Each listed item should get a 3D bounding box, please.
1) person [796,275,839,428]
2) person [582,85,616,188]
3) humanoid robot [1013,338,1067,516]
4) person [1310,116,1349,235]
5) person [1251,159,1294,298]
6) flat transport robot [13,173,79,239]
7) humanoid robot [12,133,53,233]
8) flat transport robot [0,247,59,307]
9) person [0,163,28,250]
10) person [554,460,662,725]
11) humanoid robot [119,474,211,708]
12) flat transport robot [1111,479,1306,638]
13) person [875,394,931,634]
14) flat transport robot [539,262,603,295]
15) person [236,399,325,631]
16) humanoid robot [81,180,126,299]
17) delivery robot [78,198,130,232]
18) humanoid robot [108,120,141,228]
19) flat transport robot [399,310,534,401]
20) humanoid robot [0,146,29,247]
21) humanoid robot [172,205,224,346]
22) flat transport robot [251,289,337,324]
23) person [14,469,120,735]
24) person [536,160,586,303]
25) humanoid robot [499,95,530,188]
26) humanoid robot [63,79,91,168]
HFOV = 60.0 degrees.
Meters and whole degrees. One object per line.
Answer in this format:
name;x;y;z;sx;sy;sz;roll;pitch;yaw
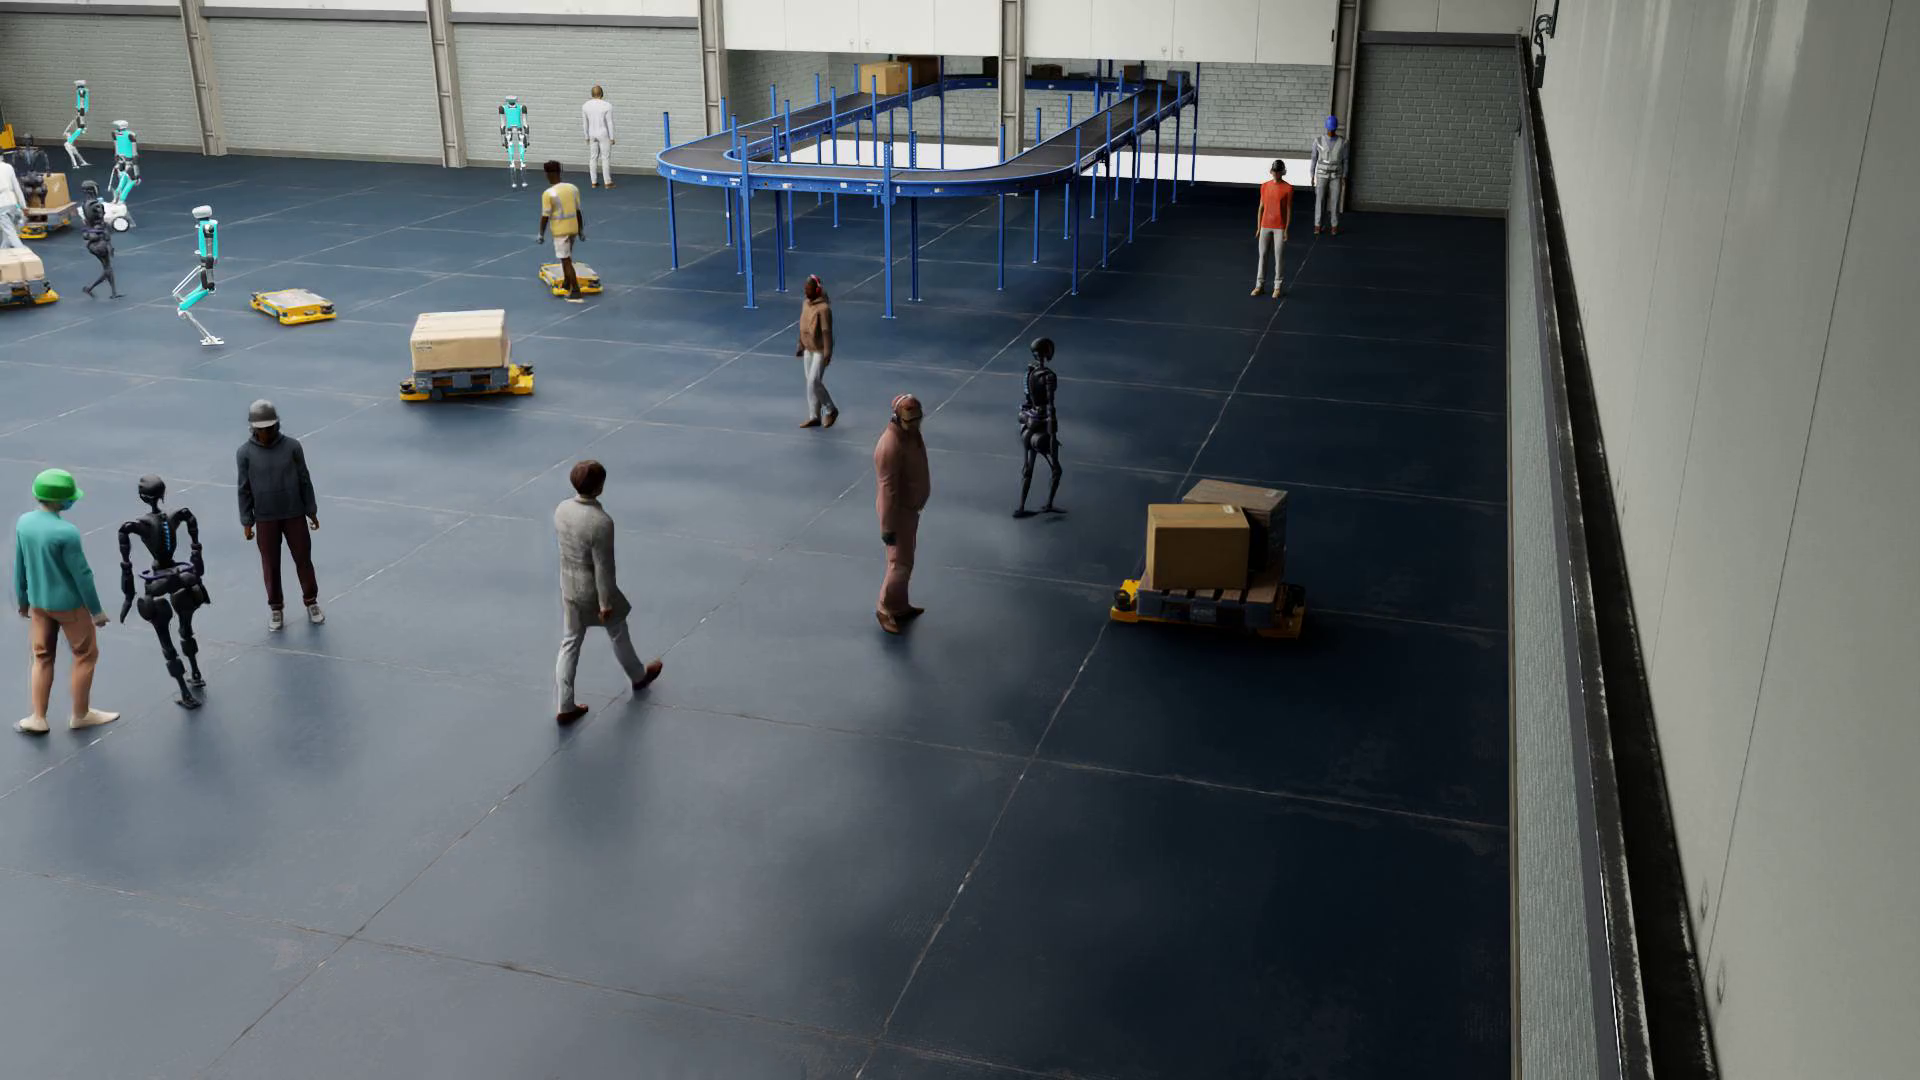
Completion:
person;-1.512;-1.956;17.343;0.369;1.643;0.496;-15;26;-33
person;-6.938;-7.754;32.002;0.641;1.927;0.388;7;22;17
humanoid robot;0.712;-1.008;14.839;0.496;1.650;0.601;-8;23;-21
person;6.099;-6.031;27.517;0.620;1.933;0.417;2;21;6
person;4.360;-4.334;23.138;0.477;1.913;0.386;10;23;24
flat transport robot;-15.461;-5.230;27.742;0.659;0.231;1.431;-3;21;-8
humanoid robot;-15.293;-5.860;27.418;0.596;1.636;0.450;-10;23;-24
flat transport robot;-13.185;-3.309;22.761;1.431;0.231;0.659;-15;26;-34
person;-14.387;-4.992;24.956;1.075;1.834;0.598;13;25;31
person;-2.471;0.315;11.275;0.517;1.785;0.958;12;24;28
humanoid robot;-5.448;0.339;11.349;0.457;1.652;0.597;17;27;37
flat transport robot;1.936;0.490;12.908;1.431;0.231;0.659;6;22;14
person;-0.414;-0.219;12.510;0.426;1.886;0.804;4;21;11
flat transport robot;-5.617;-3.767;23.947;0.659;0.231;1.431;-9;23;-21
person;-5.144;-0.198;12.558;0.551;1.806;0.381;-10;23;-24
humanoid robot;-11.953;-4.137;22.986;0.600;1.635;0.549;17;27;37
delivery robot;-14.324;-5.427;27.862;0.771;0.600;0.513;-11;24;-27
humanoid robot;-14.166;-6.120;28.047;0.533;1.829;0.649;11;24;26
flat transport robot;-5.564;-1.784;18.805;1.431;0.231;0.659;-5;22;-12
humanoid robot;-15.157;-5.486;26.369;0.675;1.789;0.559;10;23;24
humanoid robot;-9.342;-3.204;20.261;0.735;1.677;0.533;-9;23;-23
flat transport robot;-8.953;-3.140;22.321;0.659;0.231;1.431;-17;27;-37
person;-6.012;0.414;10.946;0.706;1.829;0.429;6;22;15
person;-5.508;-4.236;22.853;0.680;1.941;0.629;11;24;26
humanoid robot;-8.429;-7.540;31.540;0.530;1.691;0.722;-5;22;-12
humanoid robot;-18.381;-8.610;34.485;0.820;1.786;0.607;-8;22;-20
